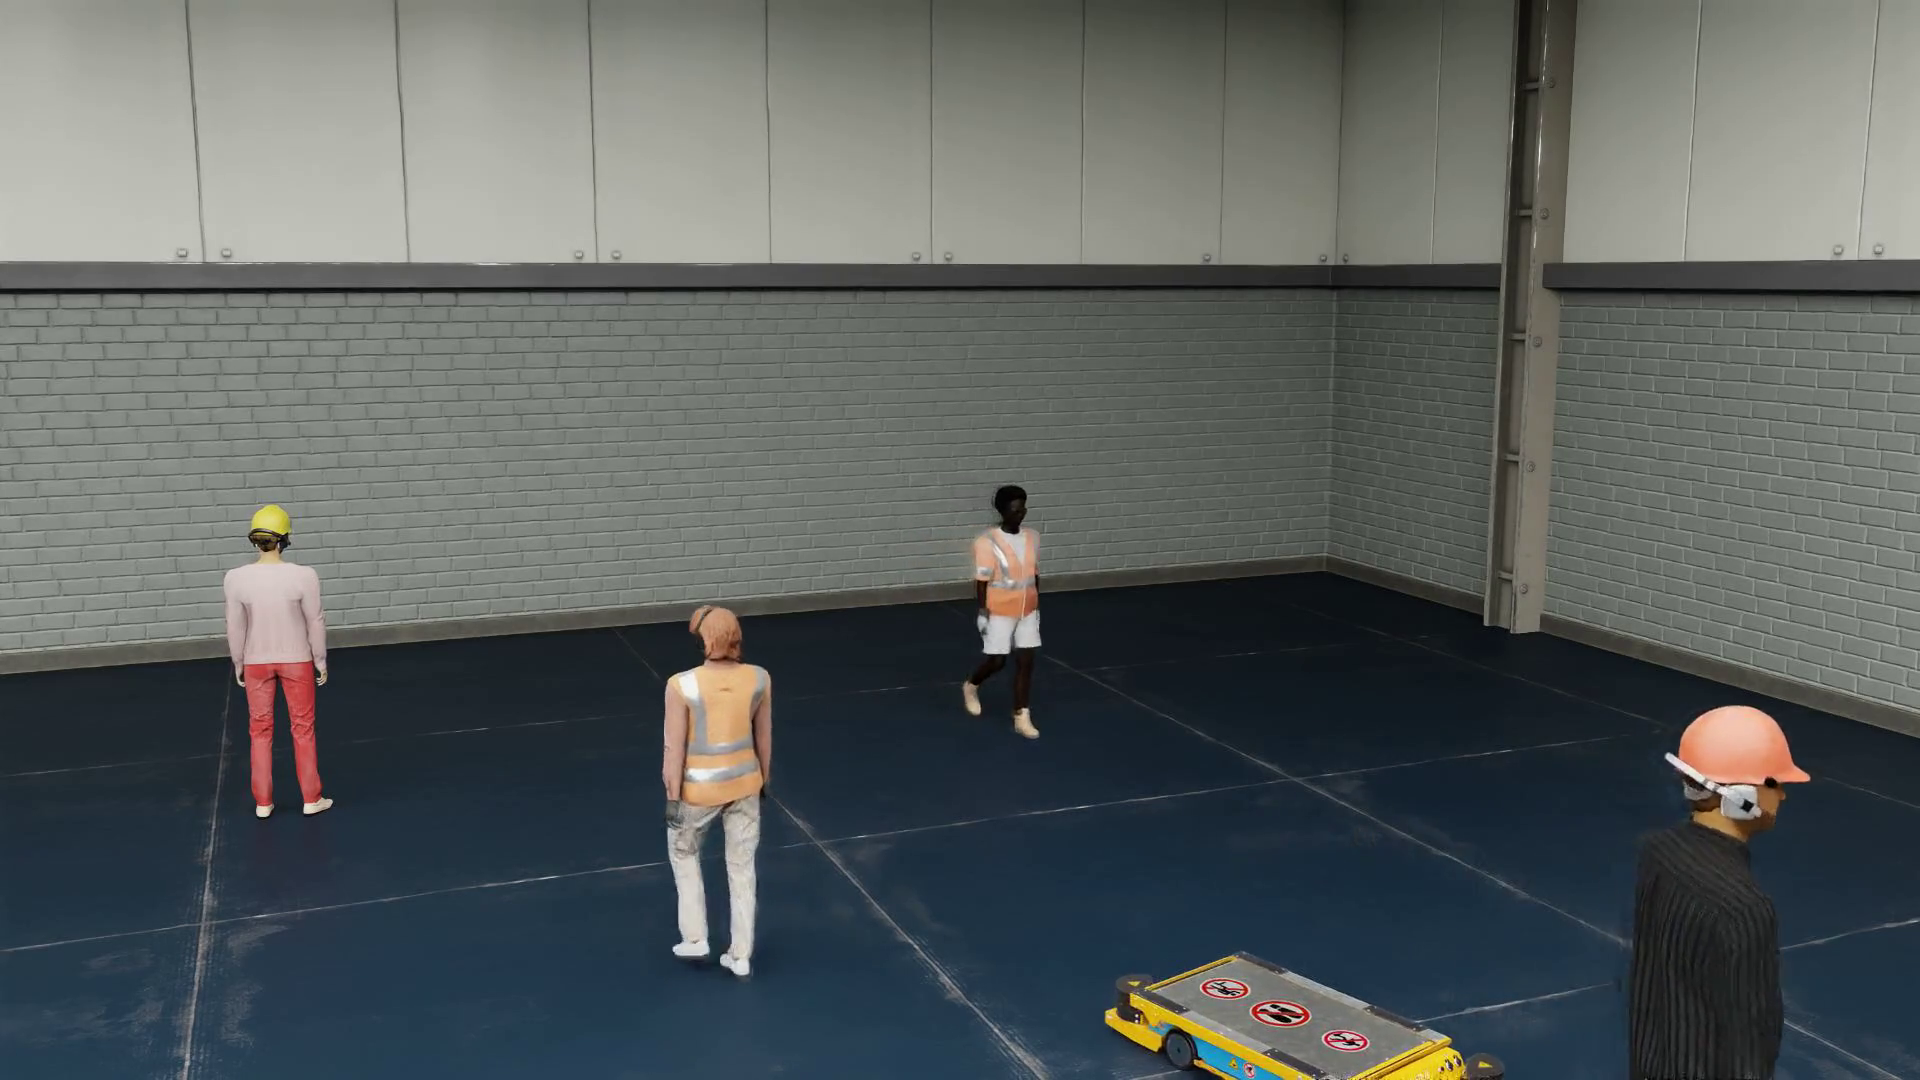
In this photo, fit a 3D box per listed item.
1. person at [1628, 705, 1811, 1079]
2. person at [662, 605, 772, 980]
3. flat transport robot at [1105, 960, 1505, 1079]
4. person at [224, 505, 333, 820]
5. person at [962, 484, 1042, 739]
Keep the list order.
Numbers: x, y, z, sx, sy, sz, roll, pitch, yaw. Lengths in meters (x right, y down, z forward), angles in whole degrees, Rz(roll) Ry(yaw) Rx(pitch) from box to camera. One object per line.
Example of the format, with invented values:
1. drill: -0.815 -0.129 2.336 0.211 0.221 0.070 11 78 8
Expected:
1. person: 1.826 1.384 4.231 0.746 1.978 0.626 1 9 6
2. person: -1.074 1.078 7.241 0.547 1.619 0.551 -6 11 -32
3. flat transport robot: 1.279 1.906 6.290 0.652 0.197 1.431 -7 12 -38
4. person: -3.797 0.685 9.280 0.525 1.769 0.311 -1 9 -8
5. person: 0.291 0.452 11.012 0.535 1.679 0.602 -6 11 -34
